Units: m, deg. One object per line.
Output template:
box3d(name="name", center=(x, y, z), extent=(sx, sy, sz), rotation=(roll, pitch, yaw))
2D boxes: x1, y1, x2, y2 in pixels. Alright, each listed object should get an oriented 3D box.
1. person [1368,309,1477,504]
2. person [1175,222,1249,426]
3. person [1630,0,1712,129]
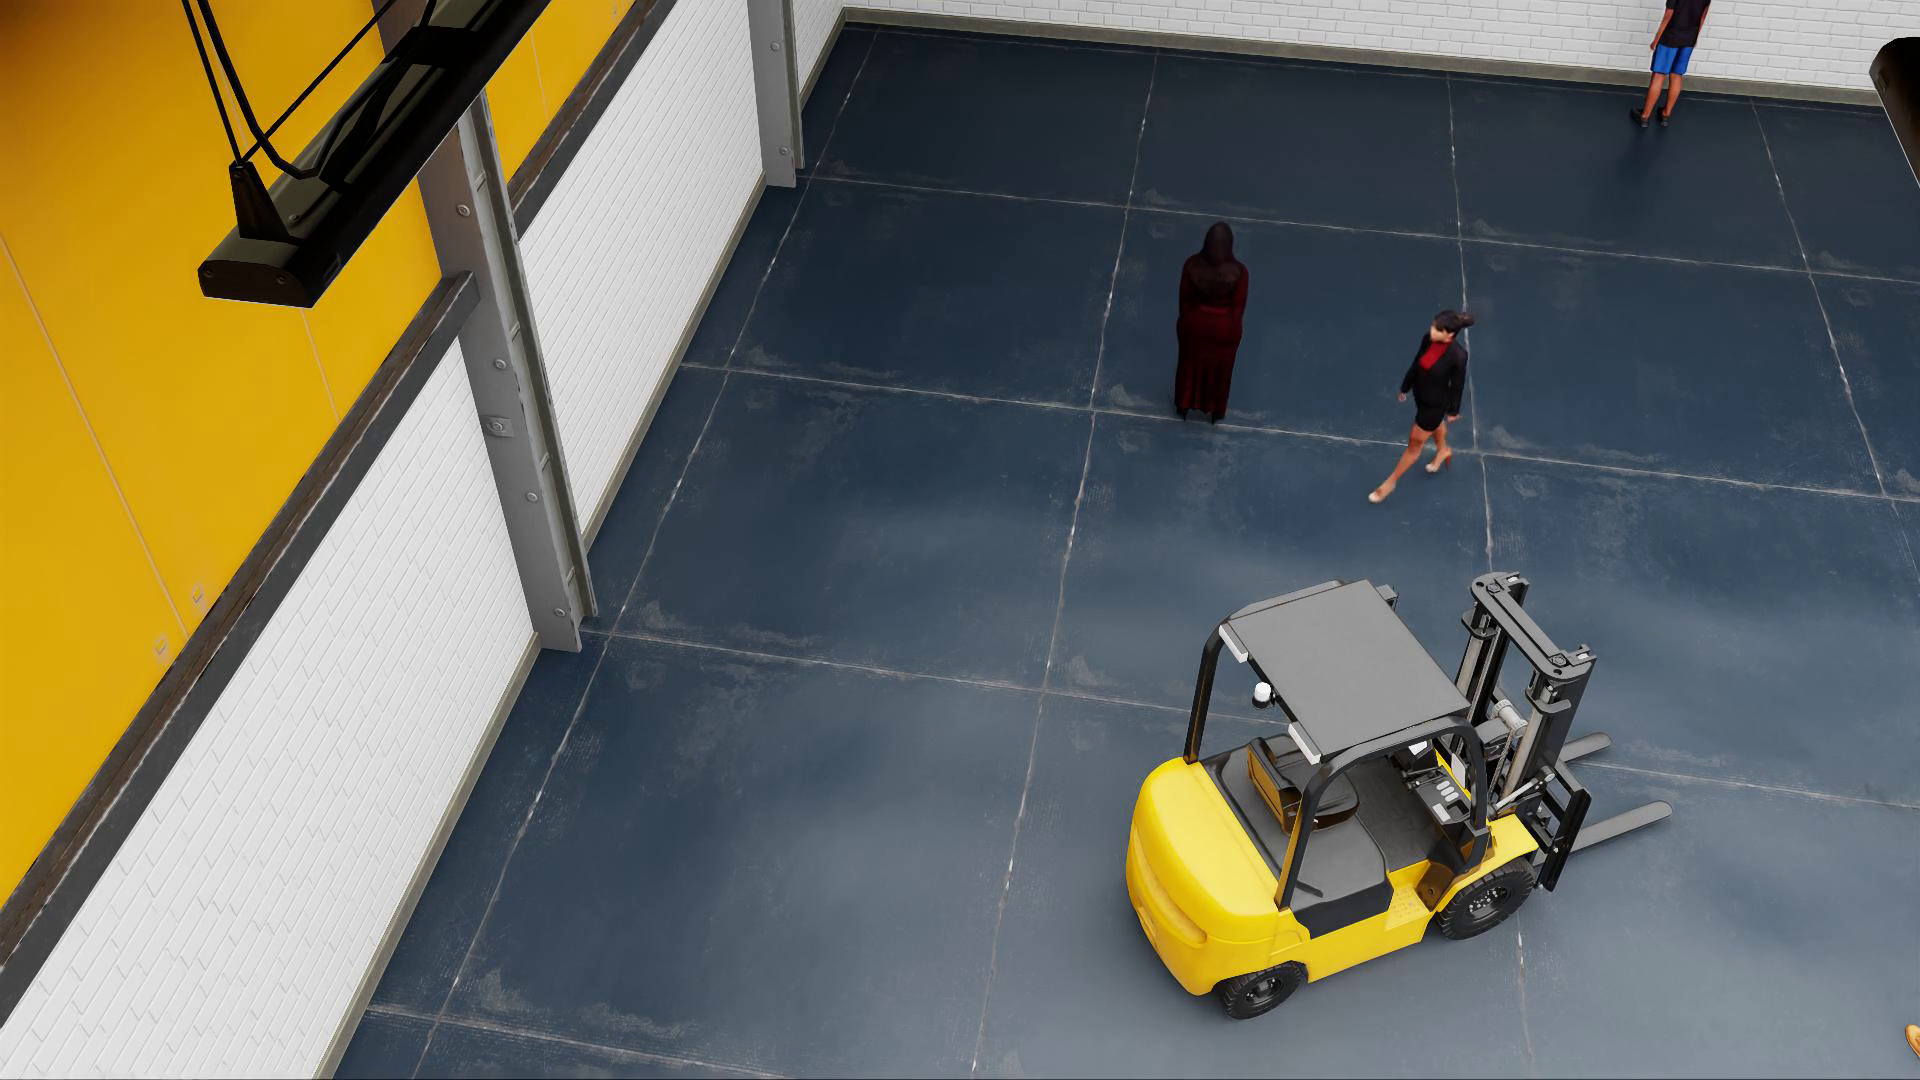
box3d(name="person", center=(3.460, -0.996, 12.024), extent=(1.009, 1.587, 1.045), rotation=(-17, 46, -17))
box3d(name="person", center=(1.882, -1.610, 12.545), extent=(0.682, 1.756, 0.628), rotation=(11, 45, 11))
box3d(name="person", center=(6.846, -4.790, 15.852), extent=(0.661, 1.799, 0.668), rotation=(-4, 44, -4))
